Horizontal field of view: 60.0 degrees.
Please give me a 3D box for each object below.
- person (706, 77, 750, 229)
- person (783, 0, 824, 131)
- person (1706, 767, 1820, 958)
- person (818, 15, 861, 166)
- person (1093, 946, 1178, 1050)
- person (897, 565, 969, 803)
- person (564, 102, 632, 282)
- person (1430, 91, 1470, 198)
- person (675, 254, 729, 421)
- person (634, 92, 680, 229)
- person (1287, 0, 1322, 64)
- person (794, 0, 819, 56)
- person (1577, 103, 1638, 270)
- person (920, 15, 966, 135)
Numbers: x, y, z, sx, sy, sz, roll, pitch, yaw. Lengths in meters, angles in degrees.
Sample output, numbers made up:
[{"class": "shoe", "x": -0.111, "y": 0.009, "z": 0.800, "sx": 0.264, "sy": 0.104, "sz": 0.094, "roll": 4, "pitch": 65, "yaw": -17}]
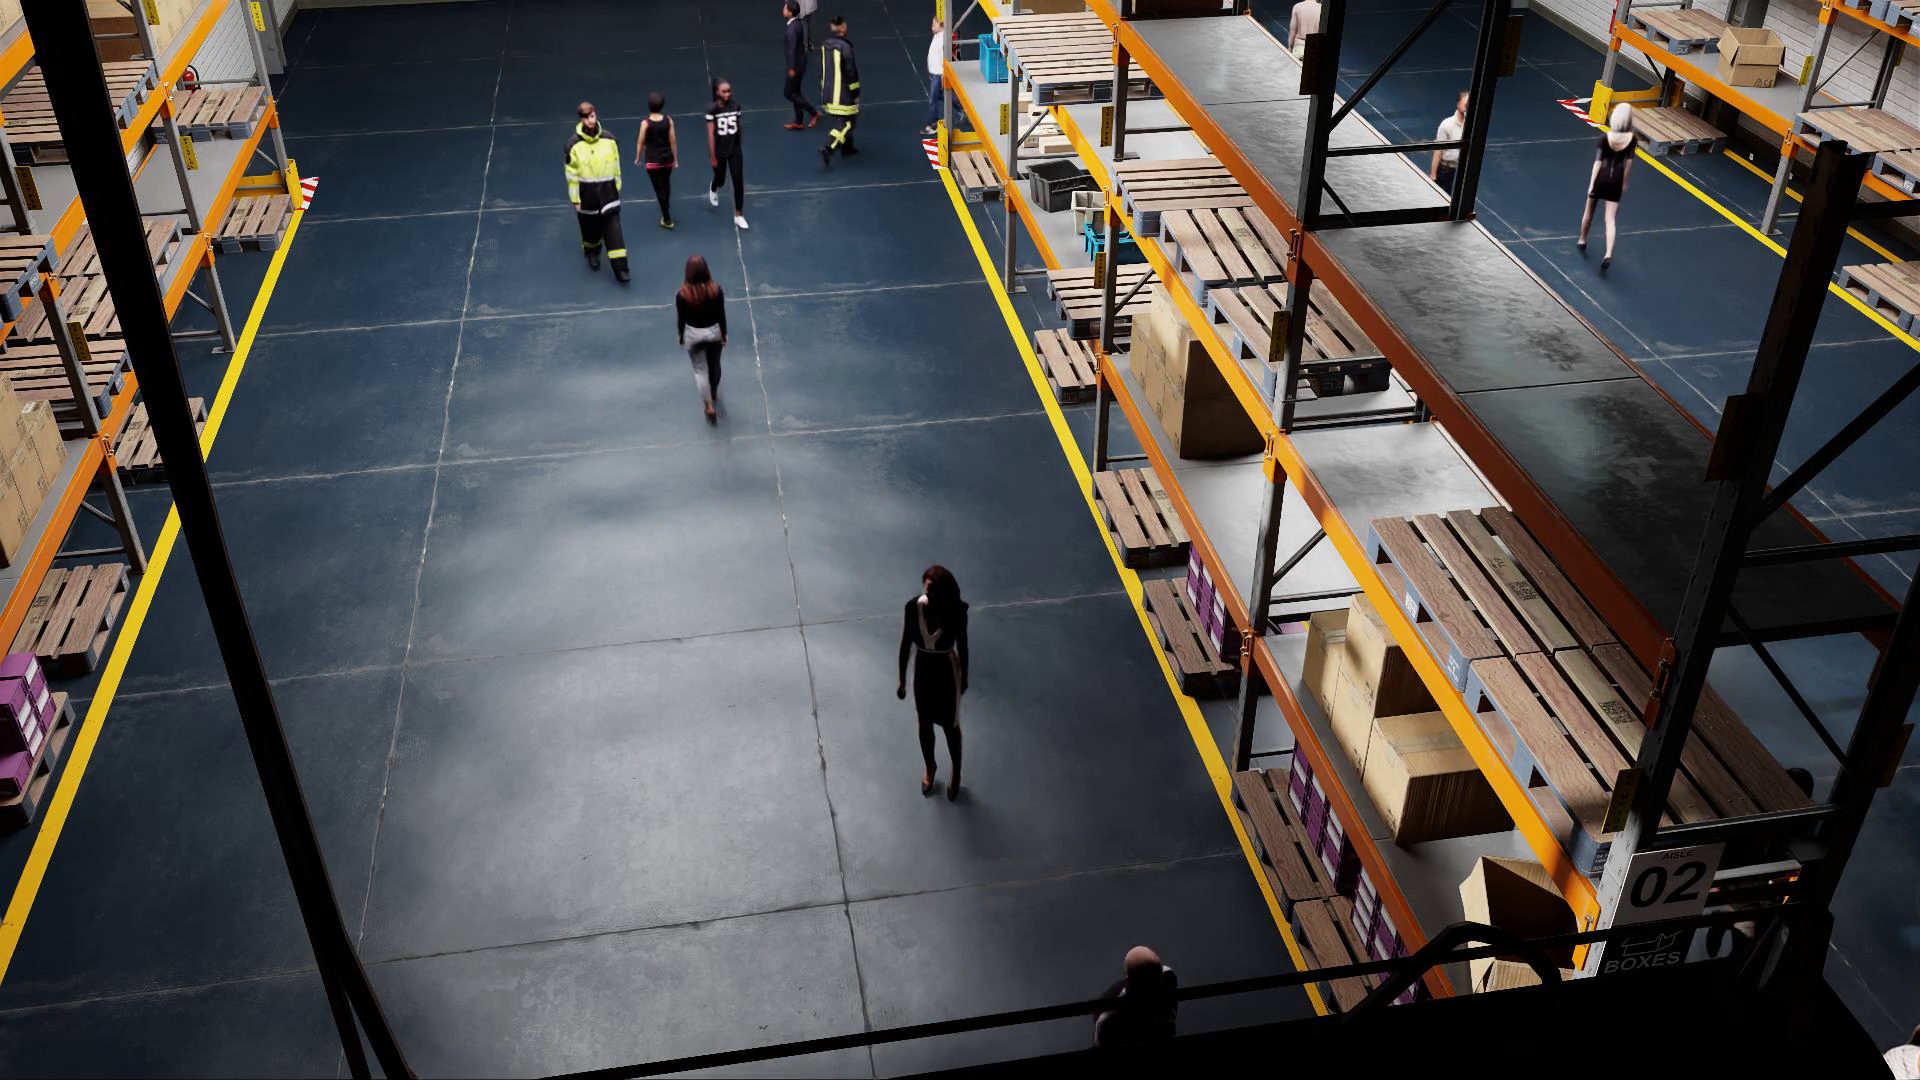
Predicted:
[{"class": "person", "x": -2.753, "y": -4.496, "z": 19.239, "sx": 0.815, "sy": 1.705, "sz": 1.102, "roll": -18, "pitch": 38, "yaw": -25}, {"class": "person", "x": -2.065, "y": -6.191, "z": 21.779, "sx": 0.800, "sy": 1.716, "sz": 0.773, "roll": 2, "pitch": 34, "yaw": 2}, {"class": "person", "x": 4.541, "y": 1.967, "z": 9.460, "sx": 0.900, "sy": 1.768, "sz": 1.240, "roll": 4, "pitch": 34, "yaw": 6}, {"class": "person", "x": -1.555, "y": -5.599, "z": 20.781, "sx": 1.079, "sy": 1.835, "sz": 1.086, "roll": -26, "pitch": 42, "yaw": -34}, {"class": "person", "x": 0.808, "y": 2.636, "z": 8.403, "sx": 0.832, "sy": 1.822, "sz": 0.856, "roll": -23, "pitch": 40, "yaw": -30}, {"class": "person", "x": -0.168, "y": 0.904, "z": 11.034, "sx": 0.681, "sy": 1.793, "sz": 0.684, "roll": 7, "pitch": 34, "yaw": 10}, {"class": "person", "x": -3.963, "y": -3.790, "z": 17.975, "sx": 1.012, "sy": 1.928, "sz": 1.332, "roll": -15, "pitch": 36, "yaw": -21}, {"class": "person", "x": 5.448, "y": -4.138, "z": 18.588, "sx": 0.788, "sy": 1.828, "sz": 1.220, "roll": -1, "pitch": 34, "yaw": -2}, {"class": "person", "x": -2.370, "y": -1.854, "z": 15.372, "sx": 0.658, "sy": 1.585, "sz": 0.935, "roll": -9, "pitch": 35, "yaw": -13}, {"class": "person", "x": -3.429, "y": -4.360, "z": 19.192, "sx": 0.785, "sy": 1.529, "sz": 0.951, "roll": -23, "pitch": 40, "yaw": -31}, {"class": "person", "x": 4.591, "y": -6.468, "z": 22.061, "sx": 0.772, "sy": 1.865, "sz": 0.761, "roll": 8, "pitch": 34, "yaw": 12}, {"class": "person", "x": -2.338, "y": -8.067, "z": 24.697, "sx": 0.803, "sy": 1.611, "sz": 0.723, "roll": 9, "pitch": 35, "yaw": 13}, {"class": "person", "x": 7.095, "y": -3.821, "z": 18.146, "sx": 0.788, "sy": 1.790, "sz": 1.207, "roll": 2, "pitch": 34, "yaw": 3}, {"class": "person", "x": -0.214, "y": -6.126, "z": 21.839, "sx": 0.687, "sy": 1.541, "sz": 0.921, "roll": -13, "pitch": 36, "yaw": -18}]
